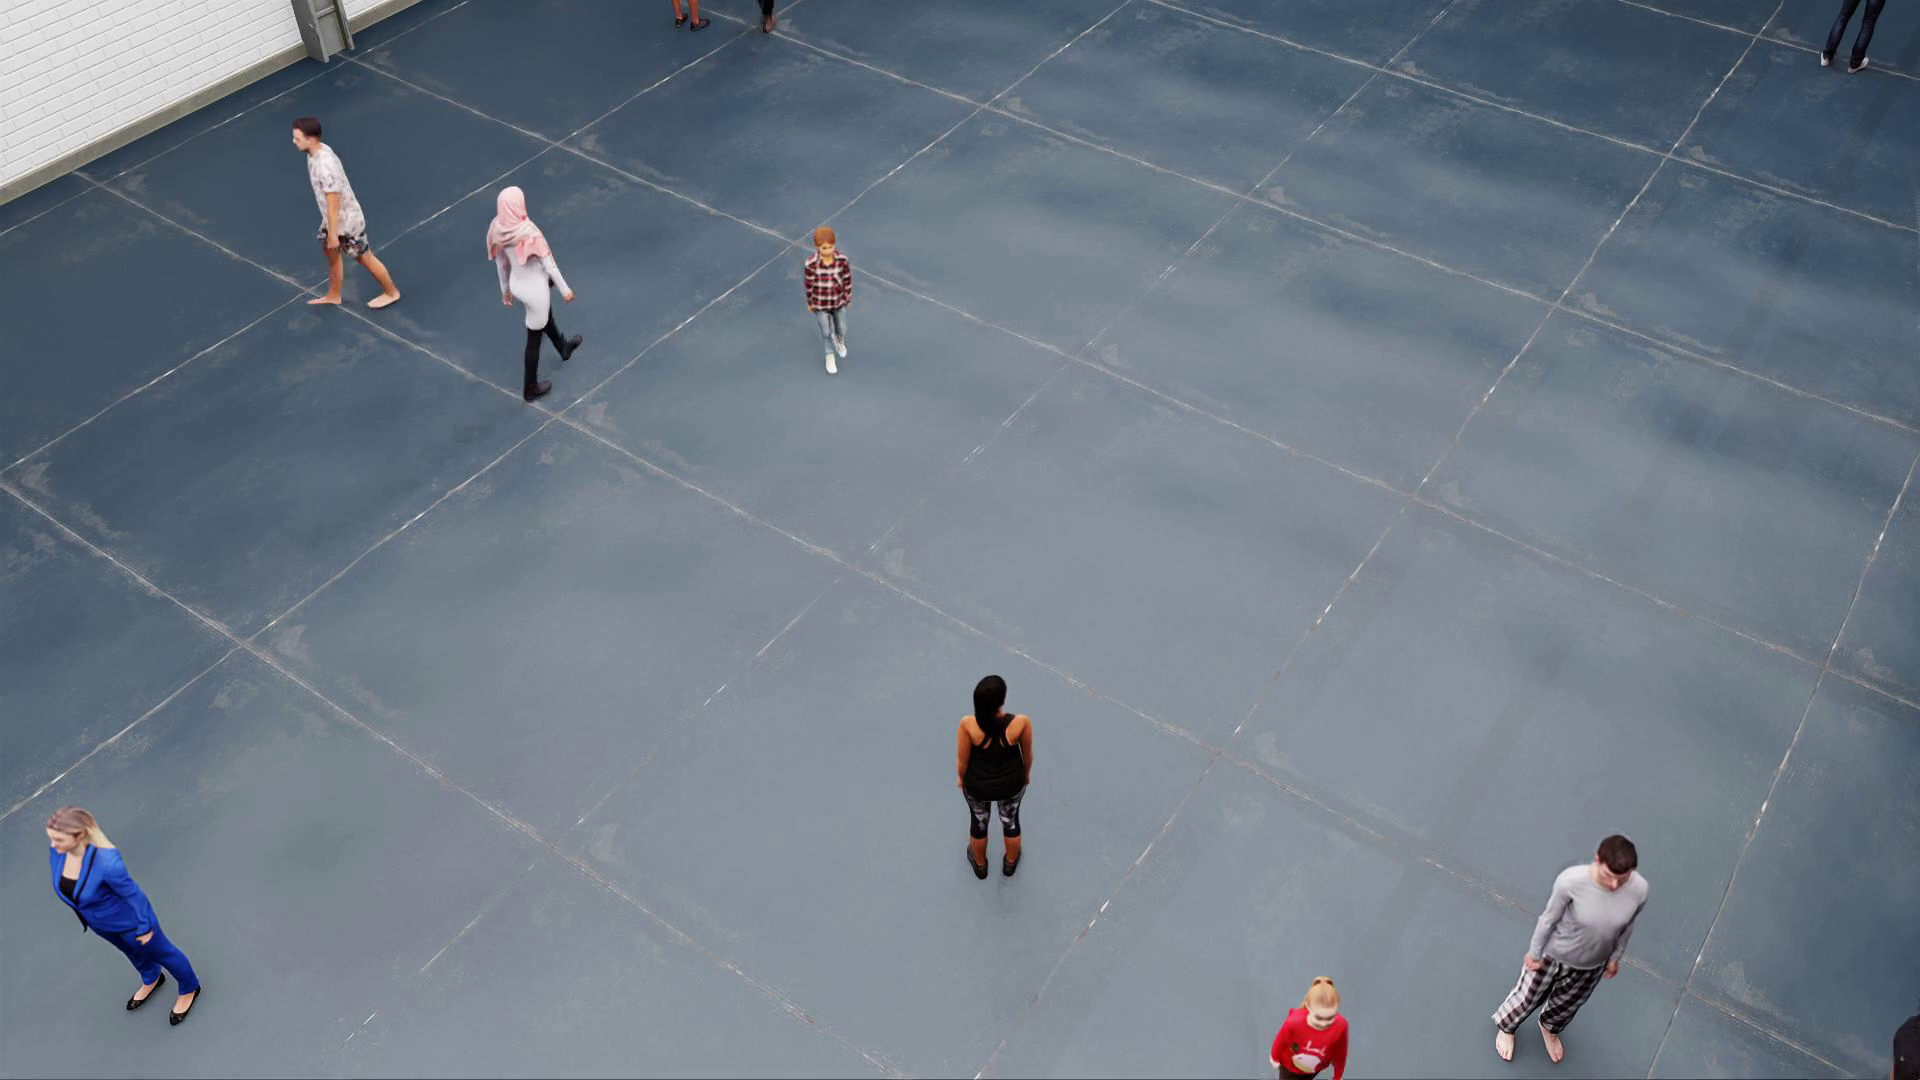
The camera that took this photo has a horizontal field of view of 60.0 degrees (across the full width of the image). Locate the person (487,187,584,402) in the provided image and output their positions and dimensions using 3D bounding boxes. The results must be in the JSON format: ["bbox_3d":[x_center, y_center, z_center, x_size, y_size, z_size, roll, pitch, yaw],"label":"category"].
[{"bbox_3d":[-3.363,-1.842,12.809,0.650,1.771,1.011,26,49,25],"label":"person"}]

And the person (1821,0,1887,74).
[{"bbox_3d":[9.176,-5.634,16.714,0.682,1.875,0.587,28,50,26],"label":"person"}]

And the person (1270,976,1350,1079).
[{"bbox_3d":[1.752,2.603,8.505,0.684,1.272,0.758,-1,44,-2],"label":"person"}]

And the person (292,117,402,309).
[{"bbox_3d":[-4.995,-2.681,13.679,1.112,1.785,0.974,-18,46,-18],"label":"person"}]

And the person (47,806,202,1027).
[{"bbox_3d":[-4.473,1.975,8.853,0.664,1.700,0.621,15,46,15],"label":"person"}]

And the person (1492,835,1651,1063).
[{"bbox_3d":[3.179,2.108,8.607,0.715,1.847,0.719,3,44,3],"label":"person"}]

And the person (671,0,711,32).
[{"bbox_3d":[-2.947,-6.213,17.418,0.605,1.741,0.541,21,47,20],"label":"person"}]

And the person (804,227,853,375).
[{"bbox_3d":[-1.063,-1.960,13.275,0.674,1.298,0.735,-8,44,-8],"label":"person"}]

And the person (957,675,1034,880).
[{"bbox_3d":[0.193,1.357,9.528,0.657,1.664,0.695,-3,44,-3],"label":"person"}]
